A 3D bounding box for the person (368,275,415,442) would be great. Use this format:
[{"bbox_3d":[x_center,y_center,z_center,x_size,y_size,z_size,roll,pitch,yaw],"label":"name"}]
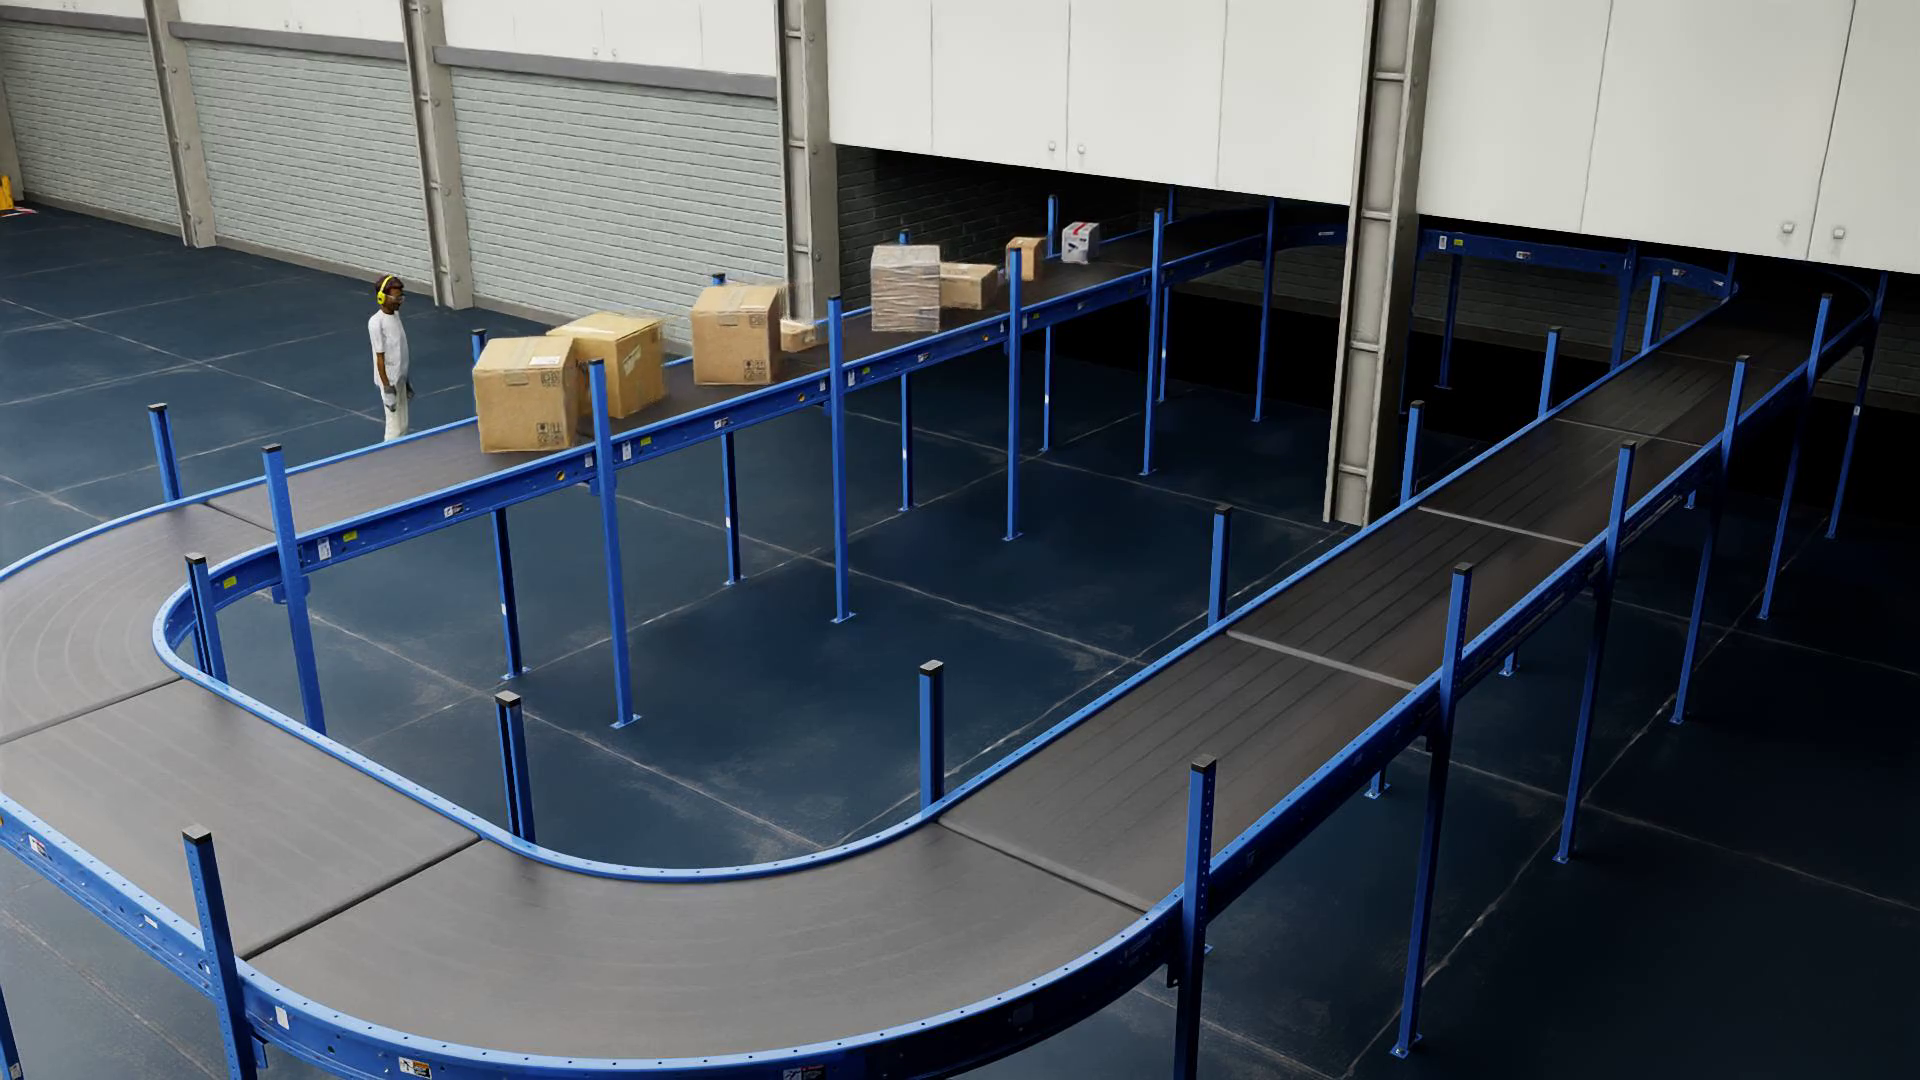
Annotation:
[{"bbox_3d":[-4.716,-1.293,13.933,0.330,1.865,0.518,0,21,1],"label":"person"}]
